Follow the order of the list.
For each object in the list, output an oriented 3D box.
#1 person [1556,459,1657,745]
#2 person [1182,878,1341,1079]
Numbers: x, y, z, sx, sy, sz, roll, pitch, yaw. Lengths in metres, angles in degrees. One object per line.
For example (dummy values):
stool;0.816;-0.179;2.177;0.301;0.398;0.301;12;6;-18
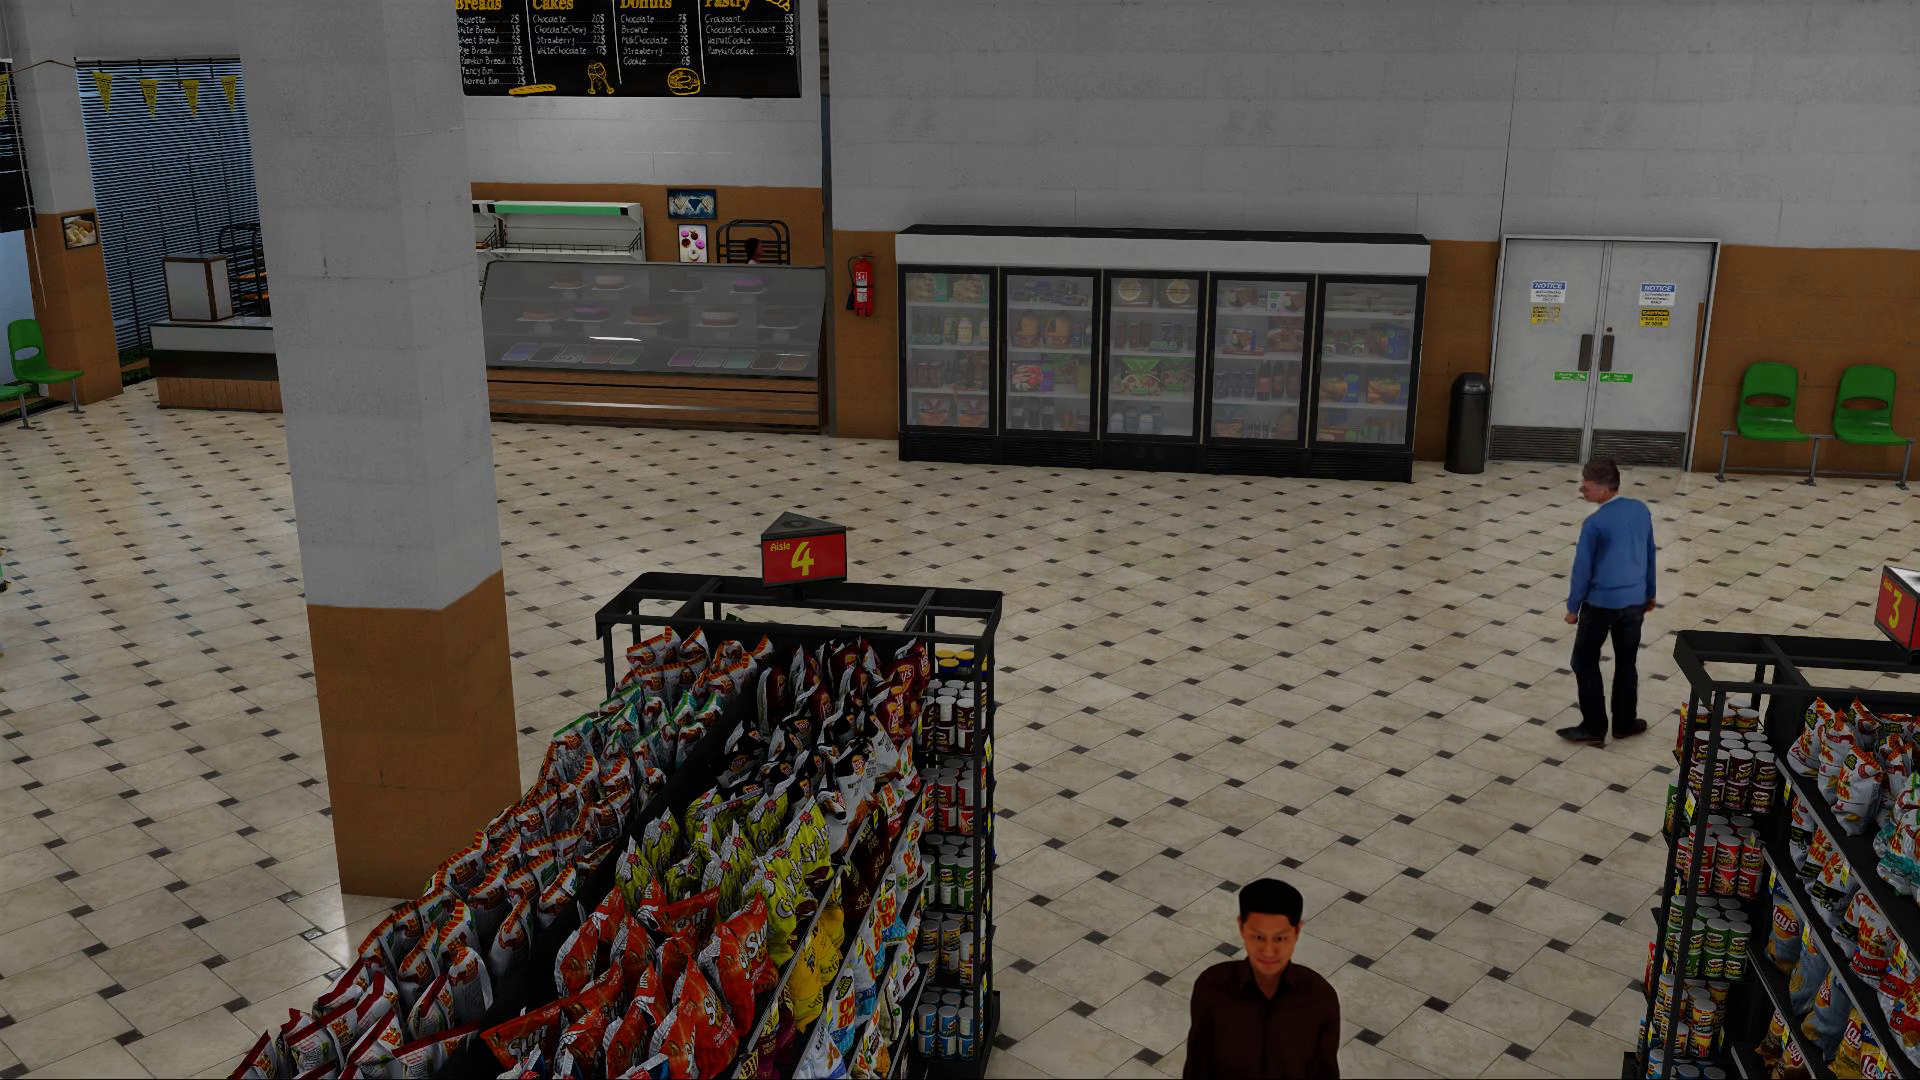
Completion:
person;4.031;0.369;10.094;0.881;1.771;0.810;-1;17;-4
person;0.917;1.858;5.174;0.662;1.782;0.552;1;17;4
